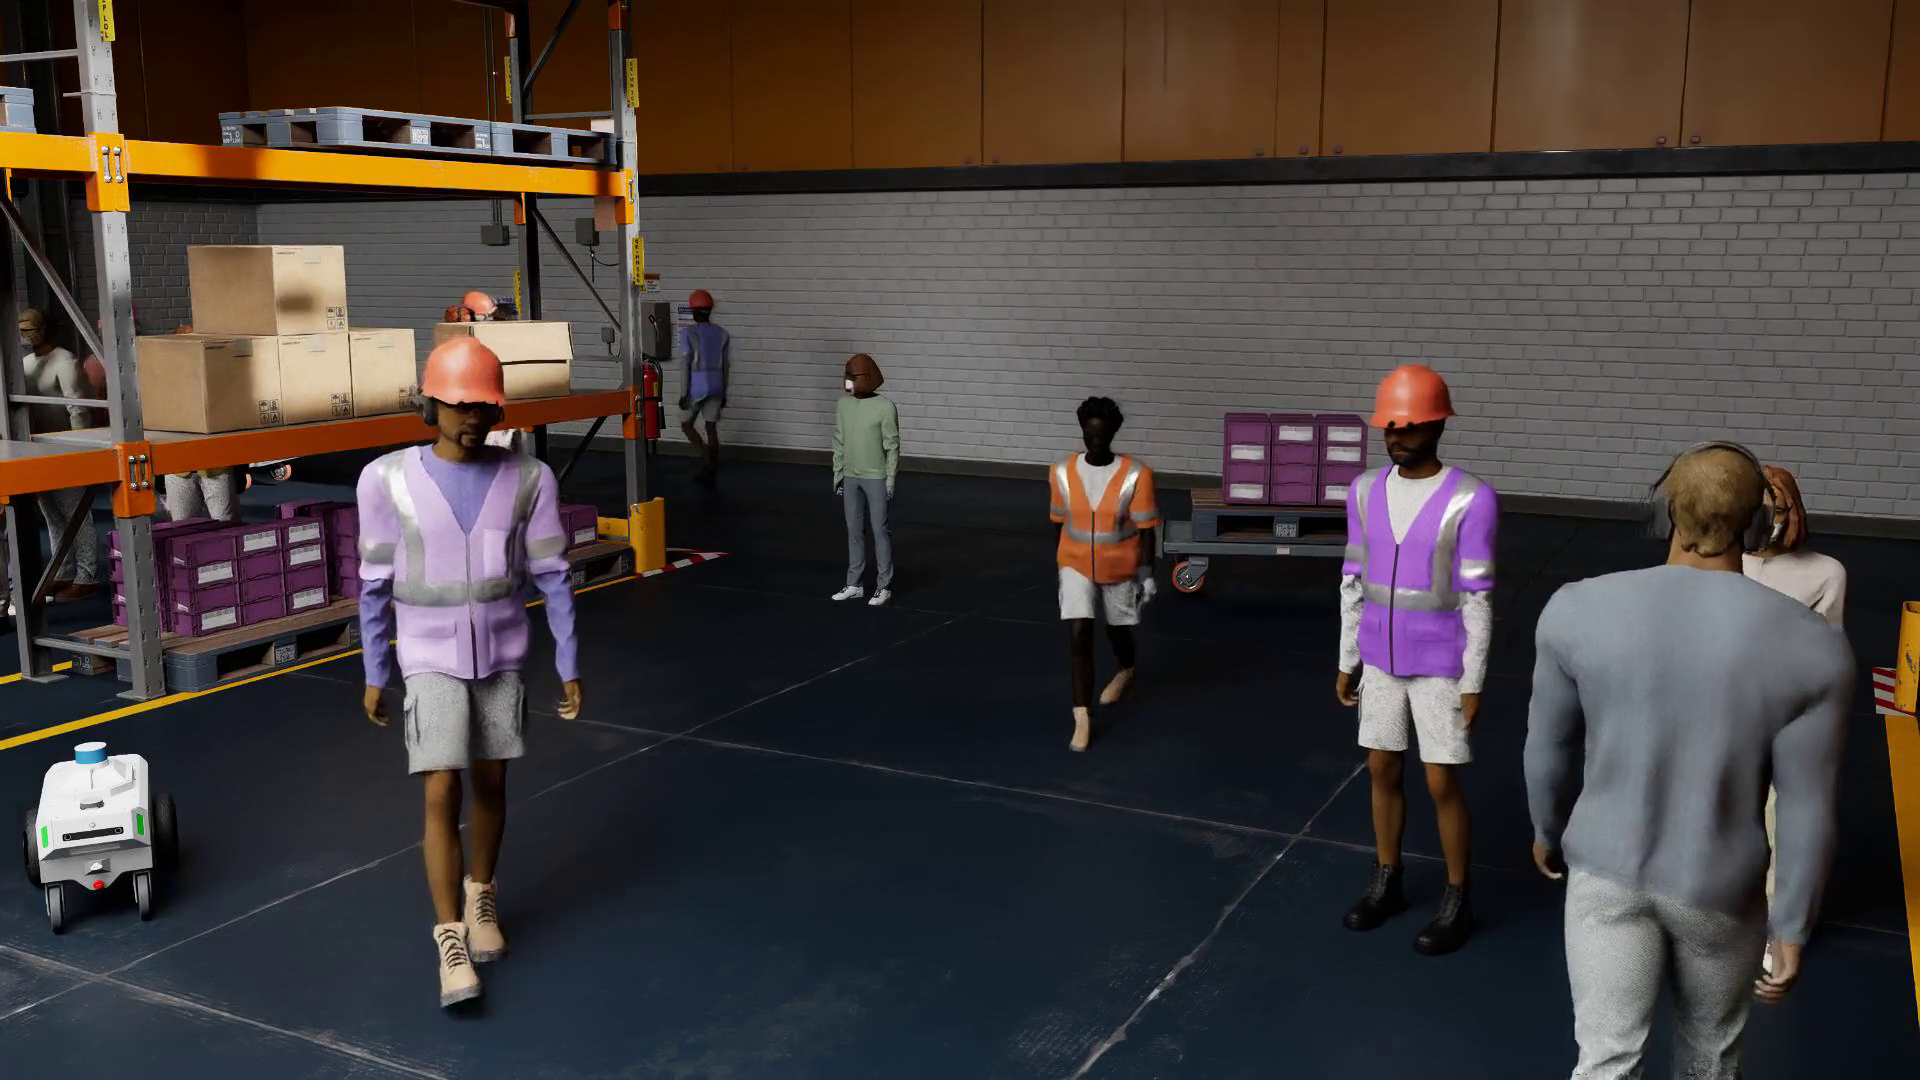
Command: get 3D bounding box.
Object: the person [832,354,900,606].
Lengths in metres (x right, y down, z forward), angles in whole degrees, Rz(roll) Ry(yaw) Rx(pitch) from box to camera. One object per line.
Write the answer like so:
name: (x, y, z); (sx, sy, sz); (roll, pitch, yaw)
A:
person: (-0.623, -0.390, 10.810); (0.507, 1.631, 0.279); (7, 12, 34)

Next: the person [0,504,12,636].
person: (-5.928, -0.326, 9.867); (0.586, 1.833, 0.403); (0, 10, 0)

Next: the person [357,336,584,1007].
person: (-1.473, 0.398, 5.120); (0.639, 2.018, 0.808); (-5, 11, -27)

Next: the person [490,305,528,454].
person: (-4.126, -1.285, 15.527); (0.749, 1.810, 0.433); (-8, 13, -39)

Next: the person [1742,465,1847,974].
person: (2.515, 0.567, 5.299); (0.494, 1.625, 0.283); (3, 10, 18)

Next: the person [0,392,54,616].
person: (-6.079, -0.486, 10.562); (0.407, 1.913, 0.641); (-1, 10, -7)

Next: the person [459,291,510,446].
person: (-3.806, -0.989, 13.276); (0.433, 1.972, 0.651); (1, 10, 5)

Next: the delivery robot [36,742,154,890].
delivery robot: (-3.044, 0.957, 5.862); (0.477, 0.478, 0.707); (-5, 11, -25)

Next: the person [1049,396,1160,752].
person: (0.702, 0.111, 7.915); (0.536, 1.646, 0.853); (3, 10, 15)

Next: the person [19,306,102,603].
person: (-5.927, -0.558, 10.903); (0.635, 1.936, 0.354); (6, 12, 32)

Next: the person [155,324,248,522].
person: (-4.862, -0.457, 10.642); (0.621, 1.835, 0.430); (-1, 10, -3)

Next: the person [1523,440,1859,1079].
person: (1.557, 0.720, 3.644); (0.638, 1.900, 0.885); (4, 11, 24)

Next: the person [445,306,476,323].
person: (-3.741, -0.807, 12.496); (0.337, 1.882, 0.584); (-4, 11, -24)

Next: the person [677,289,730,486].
person: (-2.510, -1.479, 16.268); (0.575, 1.924, 0.415); (-8, 13, -38)

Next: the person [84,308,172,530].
person: (-5.623, -0.657, 11.392); (0.610, 1.978, 0.626); (1, 10, 6)

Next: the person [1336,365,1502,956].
person: (1.470, 0.389, 5.457); (0.393, 1.924, 0.543); (-9, 13, -43)
